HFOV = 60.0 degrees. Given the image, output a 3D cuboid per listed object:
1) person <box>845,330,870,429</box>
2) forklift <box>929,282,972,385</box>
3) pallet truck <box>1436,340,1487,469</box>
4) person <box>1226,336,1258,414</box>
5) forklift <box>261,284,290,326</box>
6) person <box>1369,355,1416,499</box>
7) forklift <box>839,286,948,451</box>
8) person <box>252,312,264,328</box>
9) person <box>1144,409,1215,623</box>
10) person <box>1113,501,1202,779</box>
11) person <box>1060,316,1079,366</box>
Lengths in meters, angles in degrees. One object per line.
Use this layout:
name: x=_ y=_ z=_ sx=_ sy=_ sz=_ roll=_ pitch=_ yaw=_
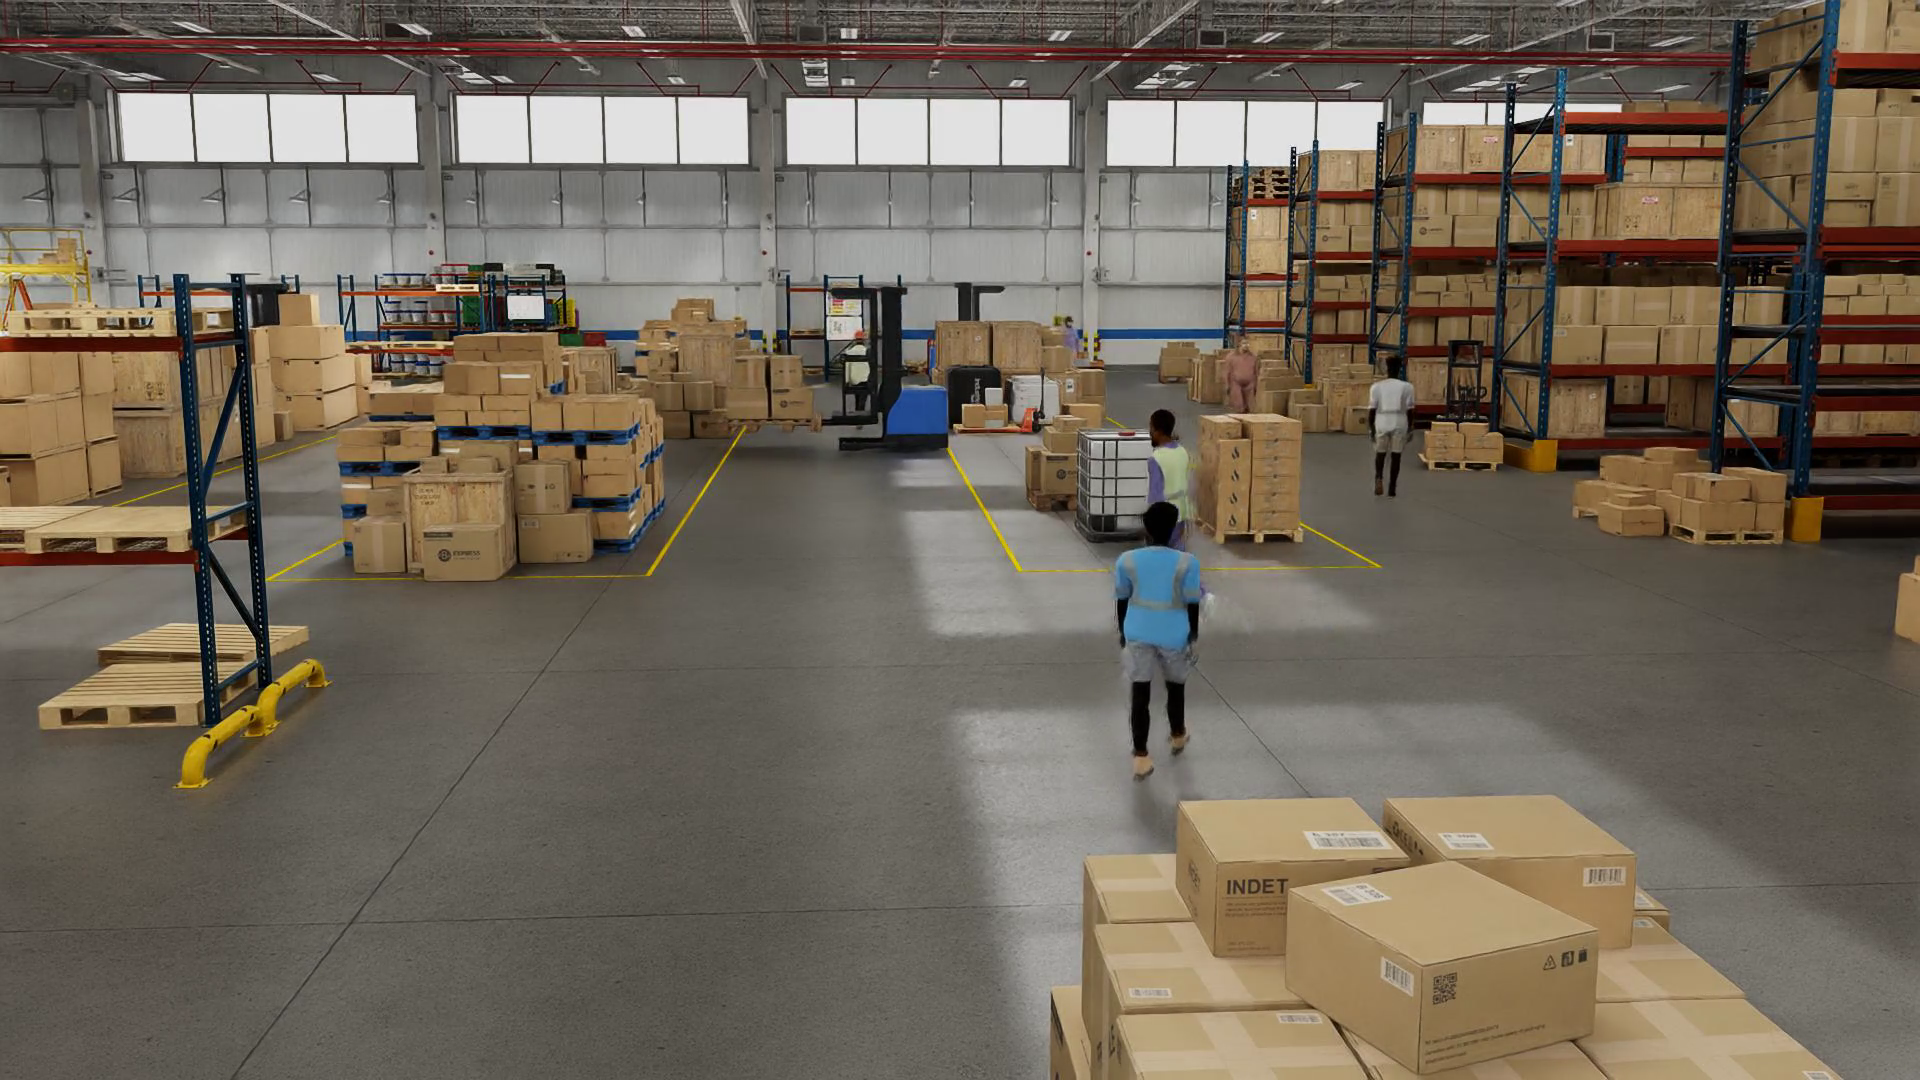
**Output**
person: x=-1.974 y=-3.176 z=32.900 sx=0.618 sy=1.956 sz=1.000 roll=2 pitch=9 yaw=14
forklift: x=0.112 y=-5.570 z=45.007 sx=1.873 sy=2.768 sz=1.129 roll=-1 pitch=9 yaw=-4
pallet truck: x=8.004 y=-2.170 z=26.422 sx=0.823 sy=1.965 sz=1.885 roll=2 pitch=9 yaw=14
person: x=5.324 y=-2.908 z=31.403 sx=0.643 sy=1.891 sz=0.438 roll=-1 pitch=9 yaw=-7
forklift: x=-15.717 y=-4.518 z=38.398 sx=1.873 sy=2.768 sz=1.129 roll=-1 pitch=9 yaw=-4
person: x=5.858 y=-1.536 z=22.553 sx=0.600 sy=1.952 sz=0.411 roll=3 pitch=10 yaw=21
forklift: x=-1.161 y=-2.977 z=28.722 sx=1.873 sy=2.768 sz=1.129 roll=-1 pitch=9 yaw=-4
person: x=-20.396 y=-5.672 z=48.591 sx=0.546 sy=1.939 sz=0.375 roll=3 pitch=10 yaw=20
person: x=1.786 y=-0.160 z=14.119 sx=0.651 sy=1.903 sz=0.594 roll=5 pitch=11 yaw=31
person: x=1.221 y=0.580 z=10.200 sx=0.556 sy=1.646 sz=0.856 roll=3 pitch=9 yaw=17
person: x=3.011 y=-5.336 z=46.613 sx=0.655 sy=1.900 sz=0.755 roll=-7 pitch=11 yaw=-36
